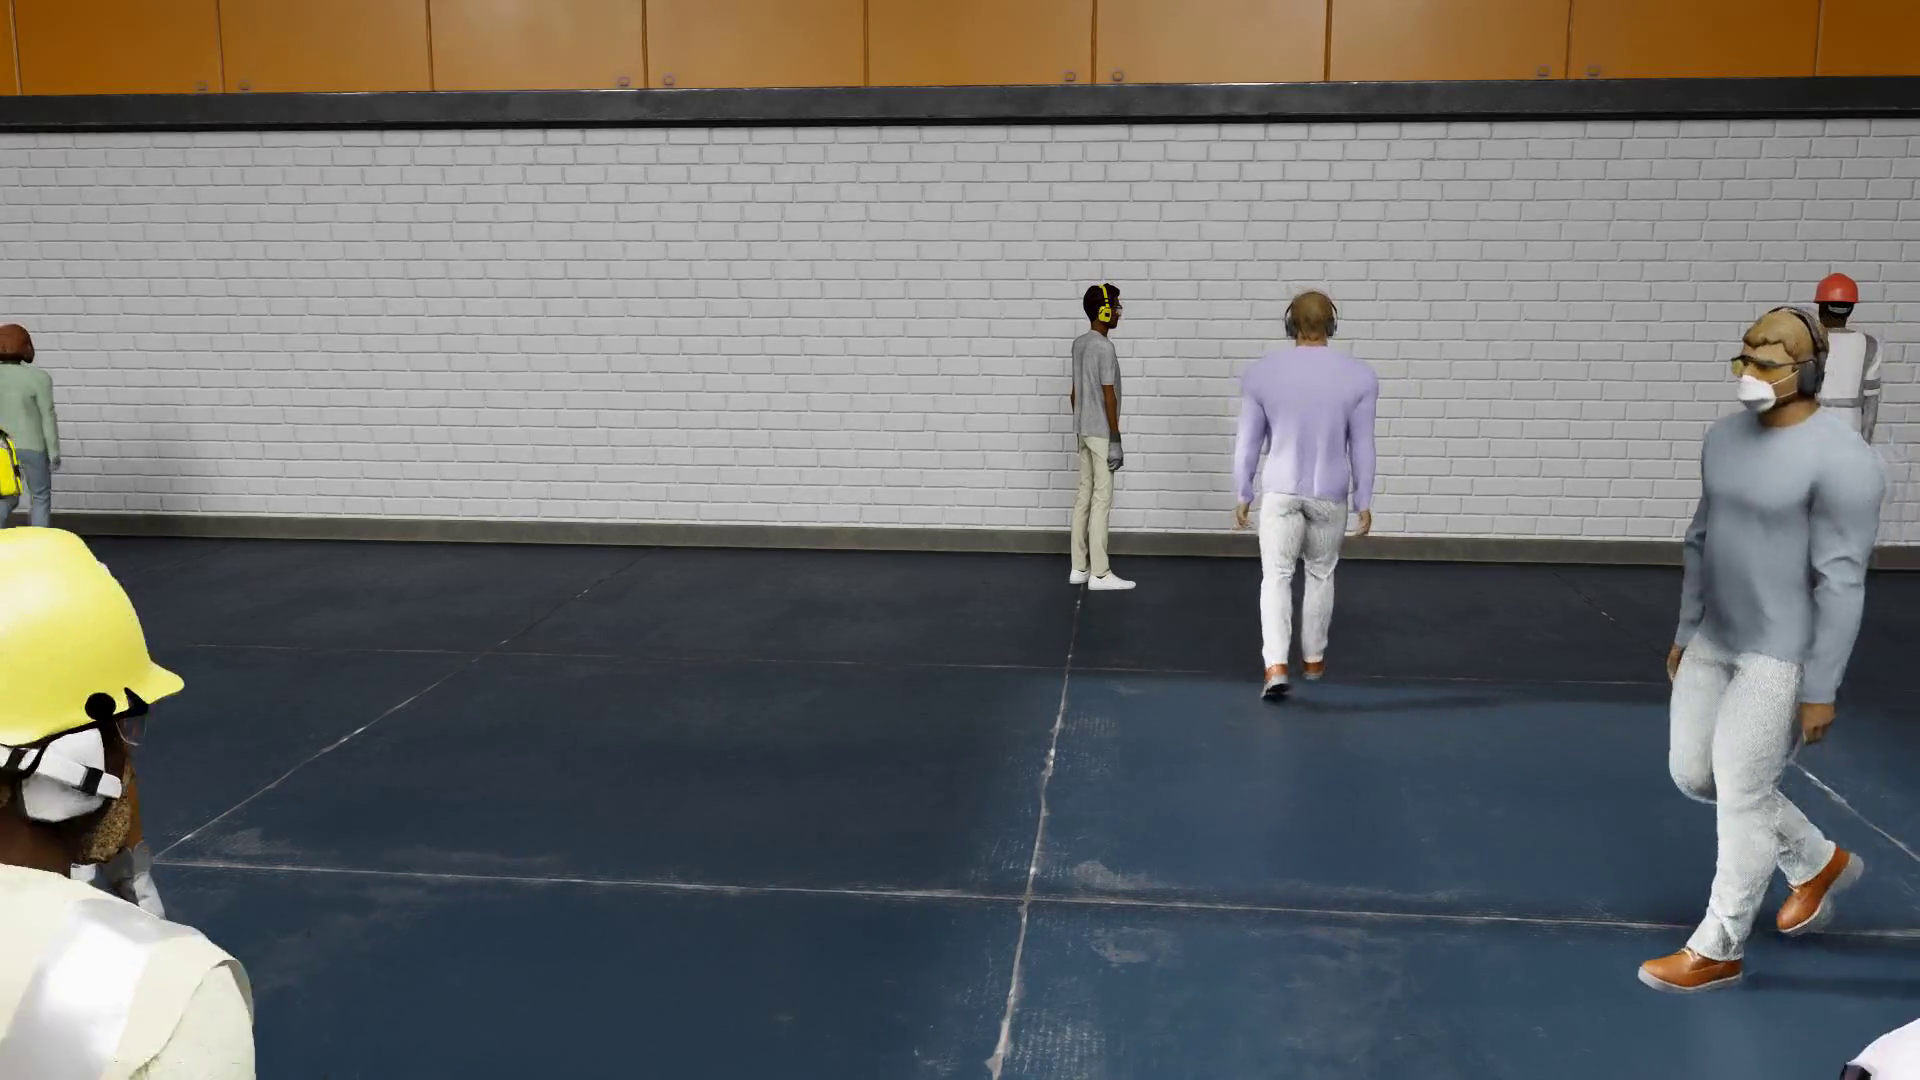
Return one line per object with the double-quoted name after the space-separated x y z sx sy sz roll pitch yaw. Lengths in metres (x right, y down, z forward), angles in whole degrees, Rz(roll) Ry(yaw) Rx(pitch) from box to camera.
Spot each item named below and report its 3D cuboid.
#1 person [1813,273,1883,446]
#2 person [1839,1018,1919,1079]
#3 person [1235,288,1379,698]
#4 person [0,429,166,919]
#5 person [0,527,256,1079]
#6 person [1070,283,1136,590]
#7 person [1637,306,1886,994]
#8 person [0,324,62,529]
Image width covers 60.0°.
5.111 -0.601 9.848 0.553 1.935 0.363 0 10 1 "person"
0.995 0.934 1.358 0.677 1.837 1.043 -1 10 -7 "person"
1.604 -0.219 7.760 0.642 1.910 0.897 2 10 10 "person"
-1.751 0.650 3.030 0.522 1.823 0.819 -3 10 -19 "person"
-0.906 0.891 1.643 0.615 1.817 0.452 3 10 16 "person"
0.861 -0.629 10.200 0.329 1.872 0.507 -4 11 -23 "person"
2.274 0.316 4.632 0.656 1.926 0.642 -2 10 -10 "person"
-5.996 -0.558 10.537 0.504 1.615 0.595 0 10 -1 "person"
